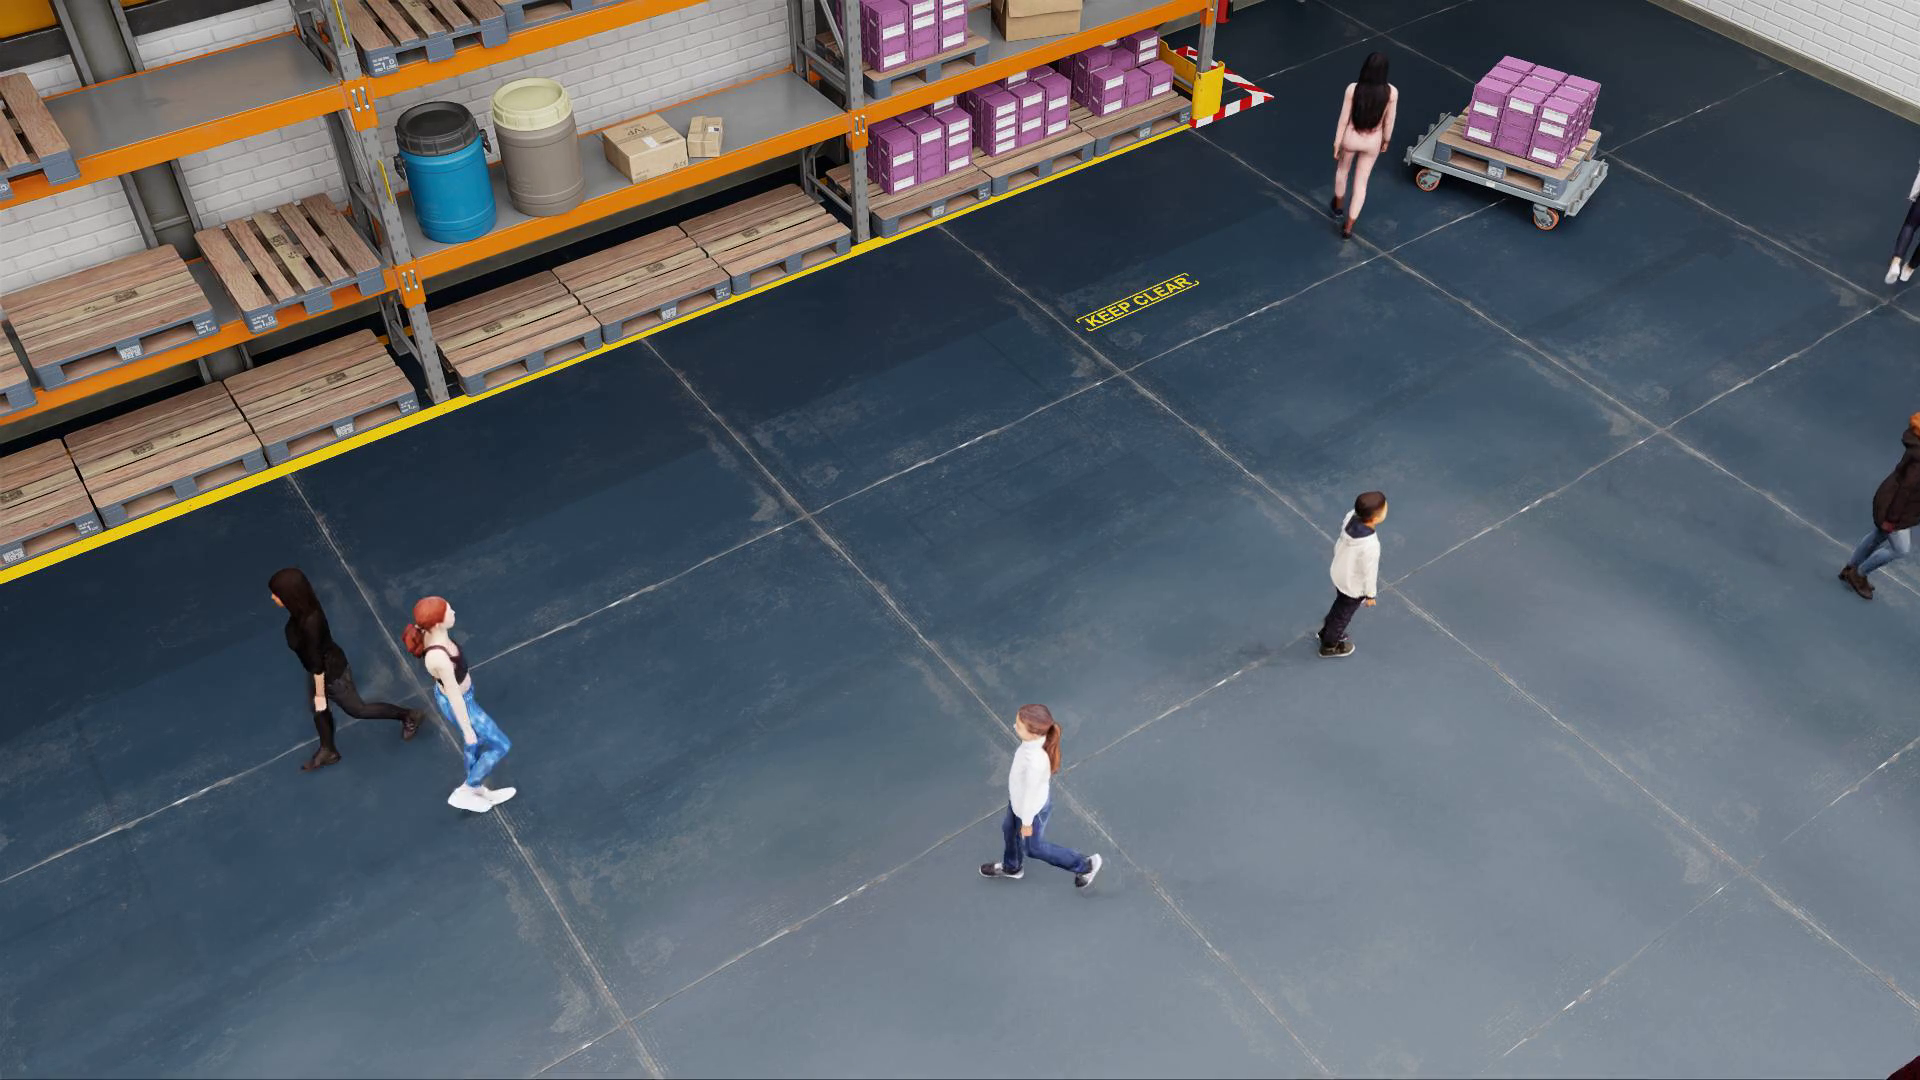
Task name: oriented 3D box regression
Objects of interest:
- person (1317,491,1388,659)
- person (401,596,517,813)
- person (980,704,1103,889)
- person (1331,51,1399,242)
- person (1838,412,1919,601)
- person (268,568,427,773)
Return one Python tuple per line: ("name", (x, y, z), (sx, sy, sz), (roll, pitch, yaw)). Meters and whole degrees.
("person", (2.487, 0.241, 10.839), (0.641, 1.447, 0.665), (-6, 44, -7))
("person", (-3.010, 1.036, 9.767), (0.691, 1.774, 0.617), (-21, 47, -20))
("person", (0.479, 1.496, 9.455), (0.996, 1.537, 0.864), (2, 44, 2))
("person", (3.482, -3.379, 14.456), (0.934, 1.698, 0.990), (6, 44, 7))
("person", (6.297, -0.284, 11.260), (0.786, 1.626, 0.652), (26, 49, 25))
("person", (-3.772, 0.778, 10.154), (1.033, 1.613, 0.586), (-25, 49, -24))
